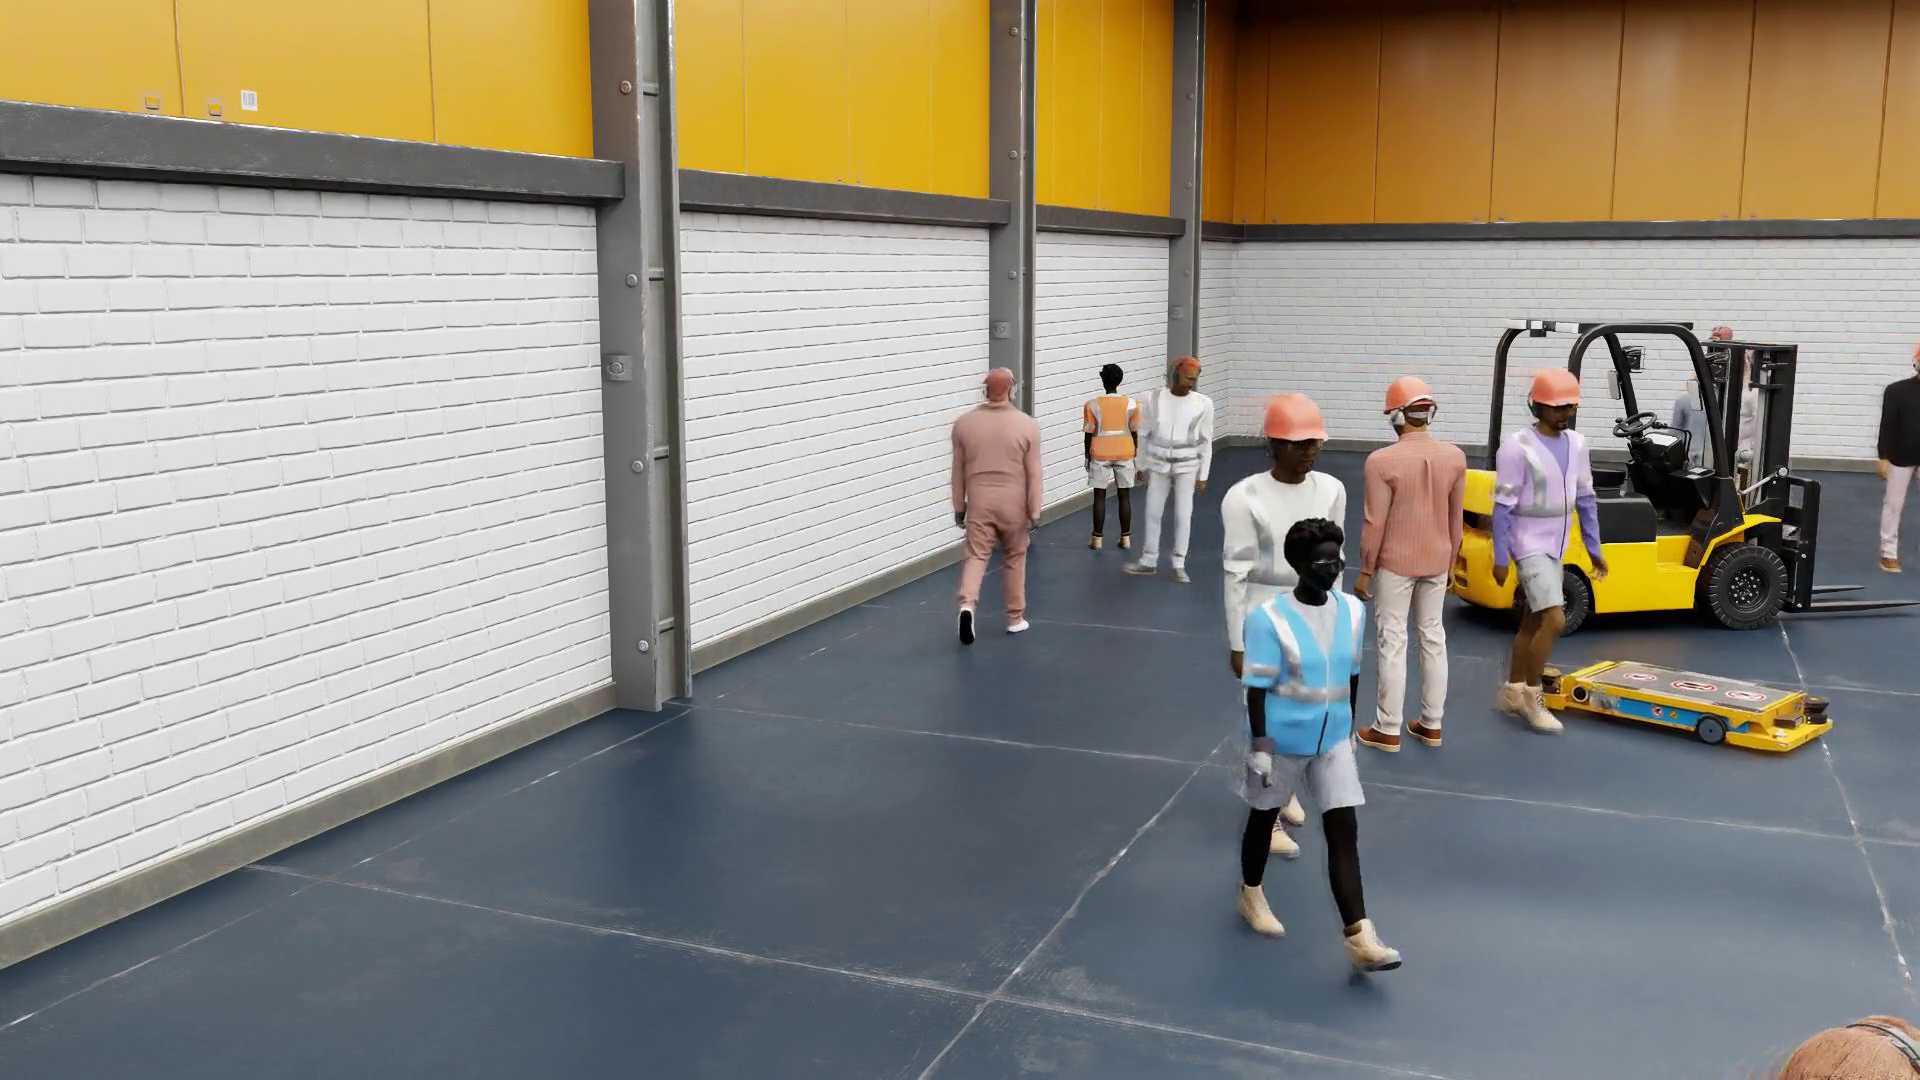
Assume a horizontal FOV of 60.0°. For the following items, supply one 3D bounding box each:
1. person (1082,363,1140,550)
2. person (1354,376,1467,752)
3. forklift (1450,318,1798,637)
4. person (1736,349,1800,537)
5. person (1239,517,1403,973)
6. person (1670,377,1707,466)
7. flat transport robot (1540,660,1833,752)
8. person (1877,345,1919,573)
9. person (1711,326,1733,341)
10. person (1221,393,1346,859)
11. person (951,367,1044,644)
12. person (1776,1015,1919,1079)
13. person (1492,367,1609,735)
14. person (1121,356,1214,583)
[{"bbox_3d":[1.367,-0.748,15.046,0.529,1.690,0.321,0,9,-3],"label":"person"},{"bbox_3d":[2.370,0.131,8.813,0.609,1.986,0.391,-3,10,-19],"label":"person"},{"bbox_3d":[4.706,-0.497,11.990,2.313,2.155,1.214,-2,10,-10],"label":"forklift"},{"bbox_3d":[7.222,-0.828,15.048,0.880,1.861,0.664,1,9,8],"label":"person"},{"bbox_3d":[1.295,0.743,6.091,0.550,1.648,0.850,-4,10,-21],"label":"person"},{"bbox_3d":[7.039,-0.844,15.858,0.541,1.600,0.445,6,11,31],"label":"person"},{"bbox_3d":[4.029,0.899,9.342,0.652,0.197,1.431,-9,13,-43],"label":"flat transport robot"},{"bbox_3d":[7.866,-0.649,13.643,0.643,1.957,0.914,2,10,11],"label":"person"},{"bbox_3d":[8.361,-1.409,18.388,0.643,1.909,0.411,-5,11,-28],"label":"person"},{"bbox_3d":[1.409,0.370,7.225,0.613,2.029,0.463,-4,10,-20],"label":"person"},{"bbox_3d":[0.247,-0.237,11.358,0.662,1.883,0.833,3,10,15],"label":"person"},{"bbox_3d":[0.990,1.415,2.175,0.589,1.608,0.536,-5,11,-30],"label":"person"},{"bbox_3d":[3.261,0.060,9.151,0.629,2.014,0.666,-7,12,-35],"label":"person"},{"bbox_3d":[1.699,-0.573,13.504,0.718,1.847,0.432,4,10,20],"label":"person"}]
